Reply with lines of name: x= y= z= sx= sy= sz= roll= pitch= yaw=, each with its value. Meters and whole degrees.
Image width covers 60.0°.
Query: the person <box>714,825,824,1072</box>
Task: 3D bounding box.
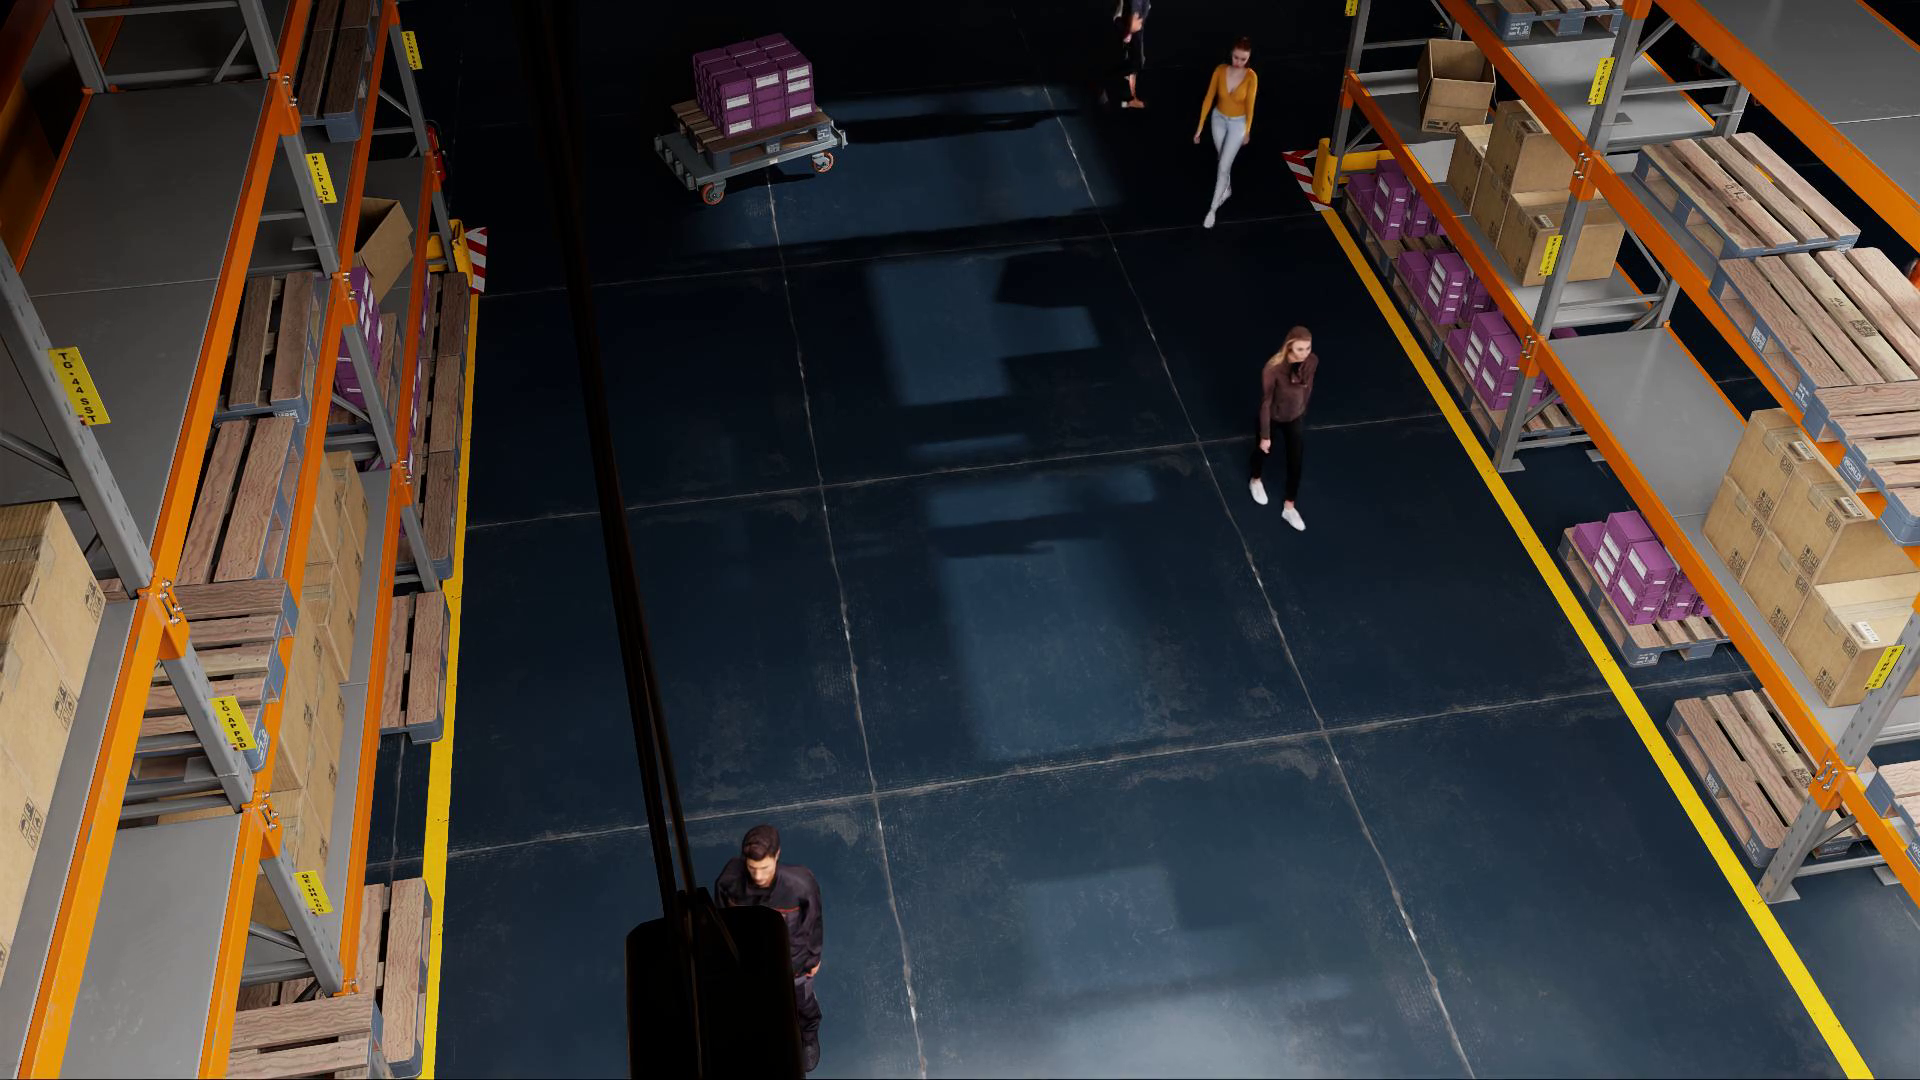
person: x=-0.977 y=2.121 z=8.700 sx=0.762 sy=1.944 sz=0.696 roll=4 pitch=44 yaw=5

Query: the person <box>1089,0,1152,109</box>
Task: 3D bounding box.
person: x=1.598 y=-5.096 z=16.324 sx=0.909 sy=1.878 sz=0.913 roll=7 pitch=44 yaw=8

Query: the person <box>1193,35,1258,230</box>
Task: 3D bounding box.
person: x=2.459 y=-3.772 z=15.052 sx=0.994 sy=1.715 sz=1.110 roll=22 pitch=48 yaw=21

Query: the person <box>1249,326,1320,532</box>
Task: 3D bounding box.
person: x=2.292 y=-0.920 z=12.087 sx=0.655 sy=1.676 sz=0.880 roll=-10 pitch=45 yaw=-10
